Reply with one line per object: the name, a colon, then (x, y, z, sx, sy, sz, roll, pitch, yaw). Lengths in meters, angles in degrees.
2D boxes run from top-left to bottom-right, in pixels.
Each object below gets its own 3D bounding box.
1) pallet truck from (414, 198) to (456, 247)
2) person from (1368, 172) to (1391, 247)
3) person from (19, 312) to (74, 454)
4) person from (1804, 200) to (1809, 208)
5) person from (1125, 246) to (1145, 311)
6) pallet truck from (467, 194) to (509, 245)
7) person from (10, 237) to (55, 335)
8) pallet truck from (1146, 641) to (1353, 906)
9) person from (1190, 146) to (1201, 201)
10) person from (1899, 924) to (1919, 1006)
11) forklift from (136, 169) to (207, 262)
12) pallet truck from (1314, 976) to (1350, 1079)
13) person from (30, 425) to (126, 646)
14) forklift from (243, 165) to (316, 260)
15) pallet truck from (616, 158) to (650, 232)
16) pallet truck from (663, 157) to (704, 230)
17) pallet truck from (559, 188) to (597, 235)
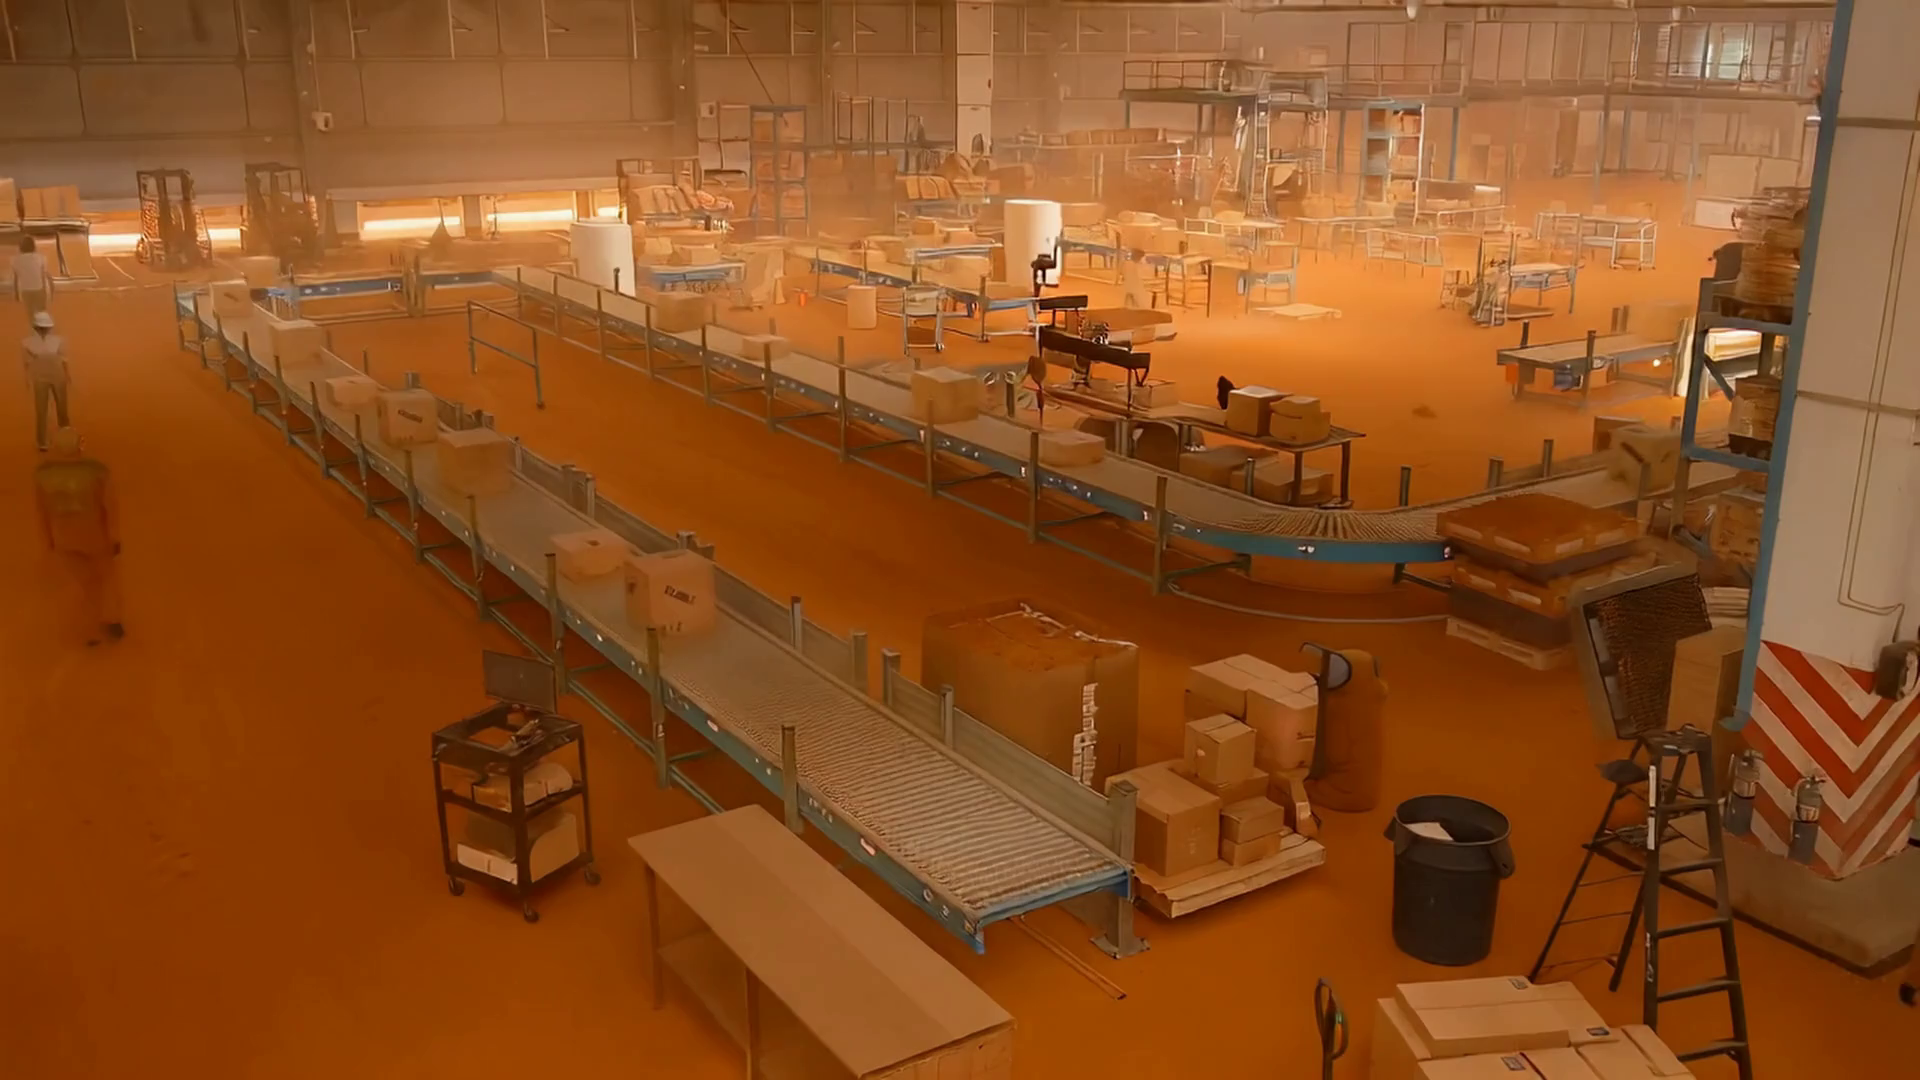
pallet truck: (-13.250, -8.060, 41.856, 0.680, 1.201, 1.601, -10, 20, -31)
person: (10.377, -8.246, 41.349, 0.980, 1.898, 0.546, -8, 19, -25)
person: (-11.322, -1.963, 20.673, 0.536, 1.753, 0.412, -15, 22, -40)
person: (19.220, -7.063, 37.543, 0.416, 1.819, 0.594, 15, 23, 42)
person: (2.954, -4.173, 28.228, 0.266, 1.631, 0.507, -7, 18, -23)
pallet truck: (-11.983, -8.177, 42.137, 0.704, 1.261, 1.522, -11, 20, -33)
person: (-15.598, -4.190, 28.006, 0.585, 1.804, 0.960, -6, 18, -19)
pallet truck: (1.664, 1.407, 10.232, 1.630, 1.274, 0.653, -10, 20, -31)
person: (7.513, -11.710, 53.121, 0.297, 1.744, 0.484, 4, 17, 14)
person: (4.555, 2.007, 7.376, 0.597, 1.805, 0.802, 3, 17, 11)
forklift: (-17.842, -7.318, 37.559, 1.157, 1.987, 2.680, -10, 20, -31)
pallet truck: (2.299, 2.390, 7.086, 1.601, 1.201, 0.680, -2, 17, -7)
person: (-7.406, -0.035, 14.039, 0.639, 1.885, 0.473, -6, 18, -19)
forklift: (-15.898, -7.669, 38.708, 1.157, 1.987, 2.680, -11, 20, -33)
pallet truck: (-8.918, -9.176, 44.255, 0.823, 1.965, 1.885, -9, 19, -27)
pallet truck: (-7.586, -9.308, 44.692, 0.823, 1.965, 1.885, -11, 20, -33)
pallet truck: (-10.010, -8.652, 43.699, 0.653, 1.274, 1.630, -10, 20, -31)
